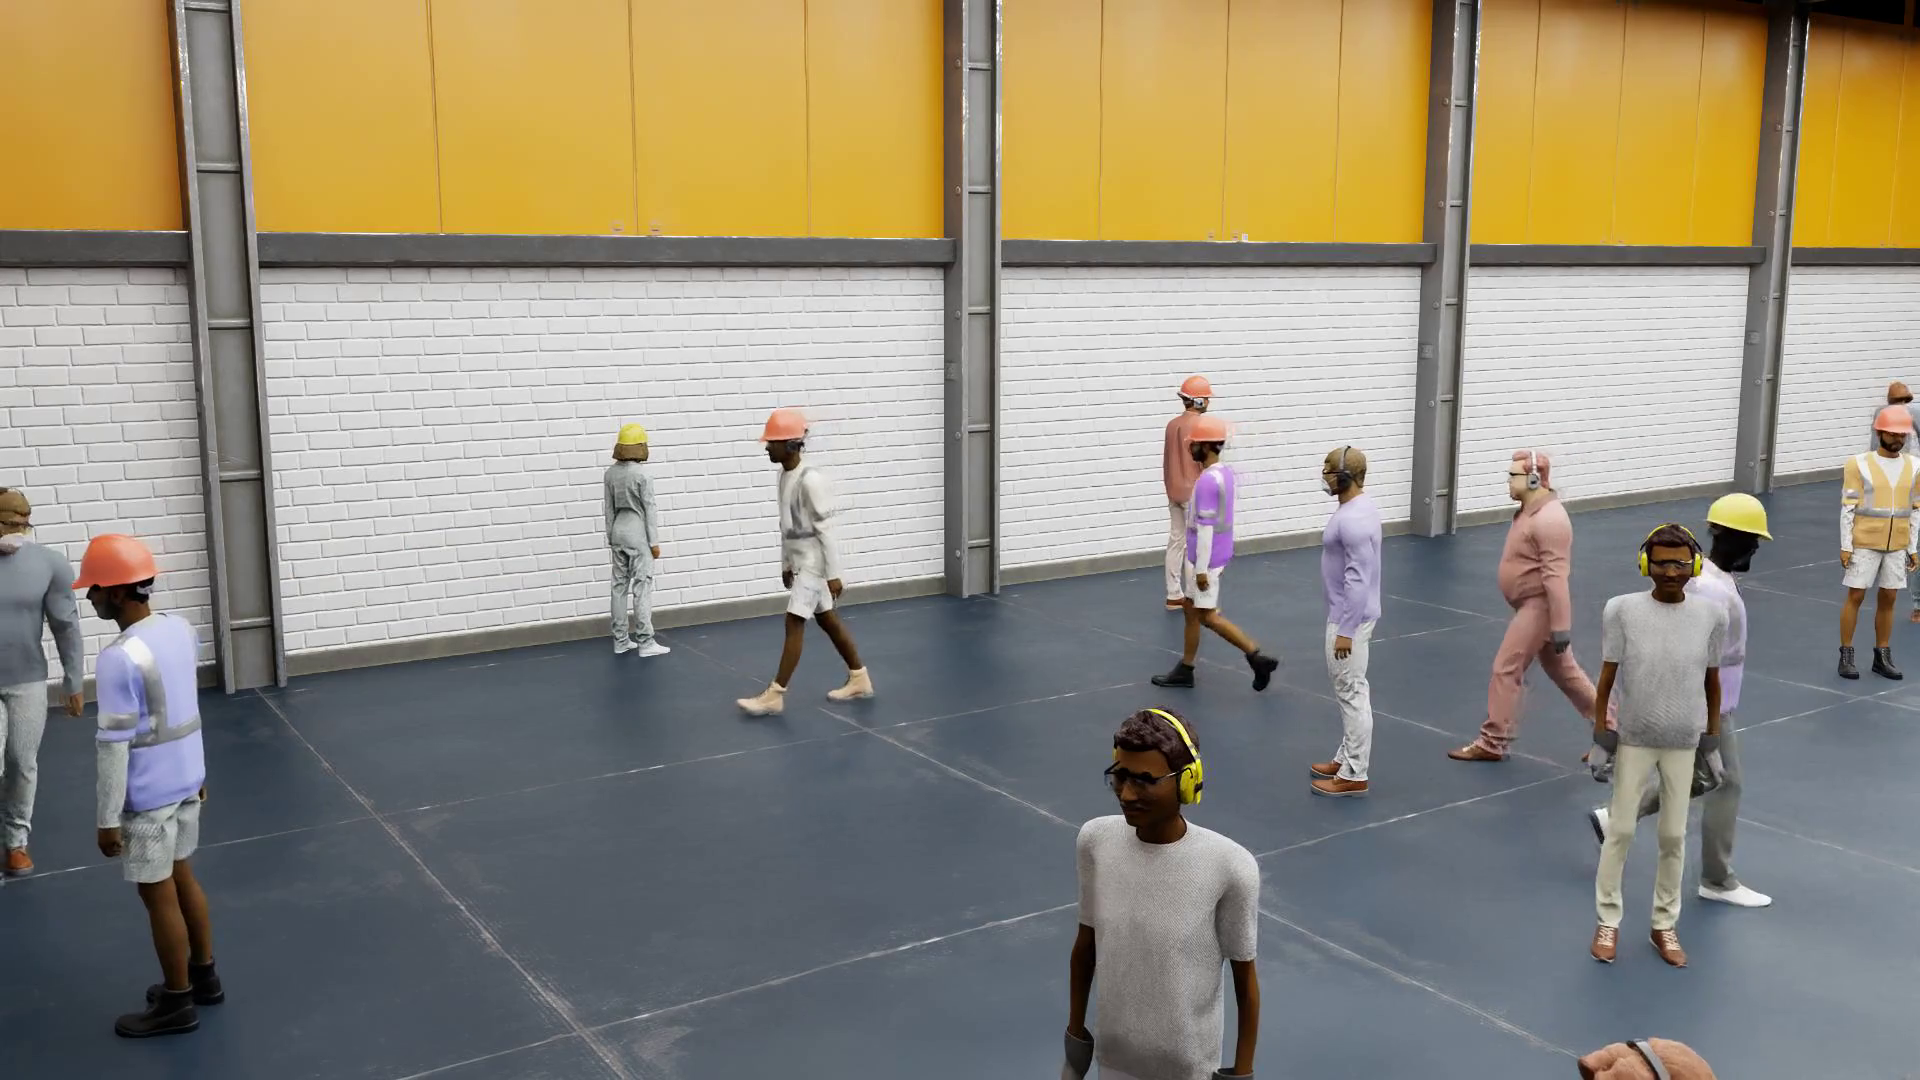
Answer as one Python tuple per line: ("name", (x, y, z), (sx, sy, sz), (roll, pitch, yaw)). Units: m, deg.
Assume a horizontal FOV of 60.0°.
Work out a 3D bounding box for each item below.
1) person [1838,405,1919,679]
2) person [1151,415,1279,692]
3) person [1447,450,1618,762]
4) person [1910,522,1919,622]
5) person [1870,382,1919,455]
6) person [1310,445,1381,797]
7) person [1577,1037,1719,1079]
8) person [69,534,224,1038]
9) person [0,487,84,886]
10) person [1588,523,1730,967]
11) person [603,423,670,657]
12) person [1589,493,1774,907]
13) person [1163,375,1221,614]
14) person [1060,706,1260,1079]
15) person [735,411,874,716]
("person", (6.476, 0.019, 11.697), (0.545, 1.940, 0.352), (1, 9, 4))
("person", (1.746, 0.108, 11.262), (0.825, 1.916, 0.546), (3, 10, 19))
("person", (3.432, 0.398, 9.675), (0.993, 1.861, 0.652), (2, 10, 12))
("person", (7.968, -0.108, 13.482), (0.587, 1.618, 0.300), (2, 10, 15))
("person", (10.513, -0.963, 18.623), (0.815, 1.586, 0.520), (-6, 11, -31))
("person", (2.133, 0.443, 9.149), (0.352, 1.936, 0.635), (2, 10, 13))
("person", (1.174, 1.631, 2.887), (0.310, 1.640, 0.514), (-2, 10, -11))
("person", (-3.064, 0.927, 6.265), (0.389, 1.929, 0.563), (0, 9, 2))
("person", (-4.490, 0.681, 7.822), (0.646, 1.895, 0.606), (-7, 12, -37))
("person", (2.900, 0.848, 6.916), (0.532, 1.868, 0.310), (2, 10, 11))
("person", (-2.431, -0.004, 12.424), (0.483, 1.745, 0.306), (6, 11, 33))
("person", (3.360, 0.714, 7.650), (0.713, 1.896, 0.587), (4, 10, 20))
("person", (1.934, -0.375, 13.900), (0.388, 1.996, 0.612), (-5, 10, -26))
("person", (0.483, 1.314, 4.109), (0.534, 1.868, 0.309), (6, 11, 32))
("person", (-1.001, 0.142, 10.872), (0.992, 1.983, 0.623), (-4, 10, -22))
